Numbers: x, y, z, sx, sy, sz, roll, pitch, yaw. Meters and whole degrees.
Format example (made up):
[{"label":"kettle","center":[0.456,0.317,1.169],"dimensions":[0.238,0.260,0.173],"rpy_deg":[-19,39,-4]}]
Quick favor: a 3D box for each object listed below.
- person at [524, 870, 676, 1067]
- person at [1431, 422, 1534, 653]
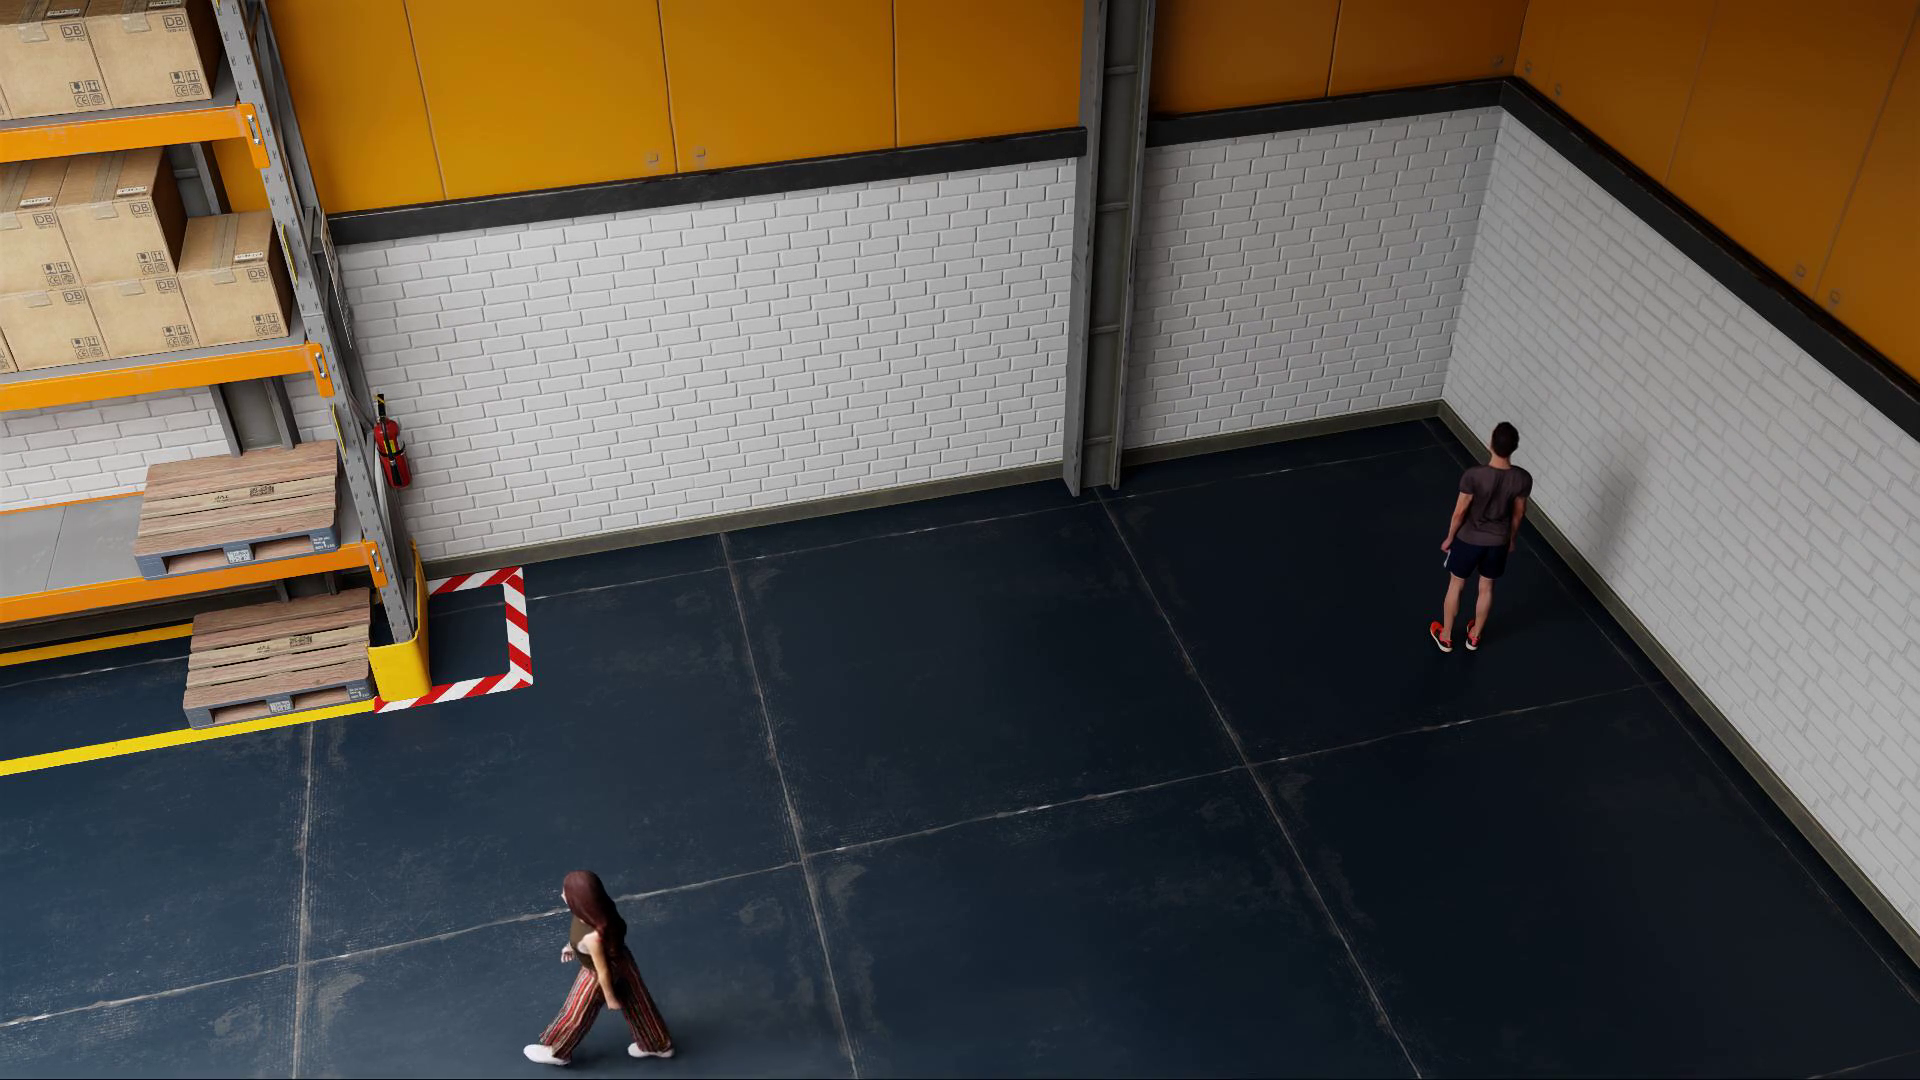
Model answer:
[{"label":"person","center":[-1.802,2.274,8.810],"dimensions":[1.073,1.522,0.704],"rpy_deg":[-1,39,-2]},{"label":"person","center":[3.571,-0.003,11.397],"dimensions":[0.574,1.853,0.769],"rpy_deg":[0,39,0]}]
